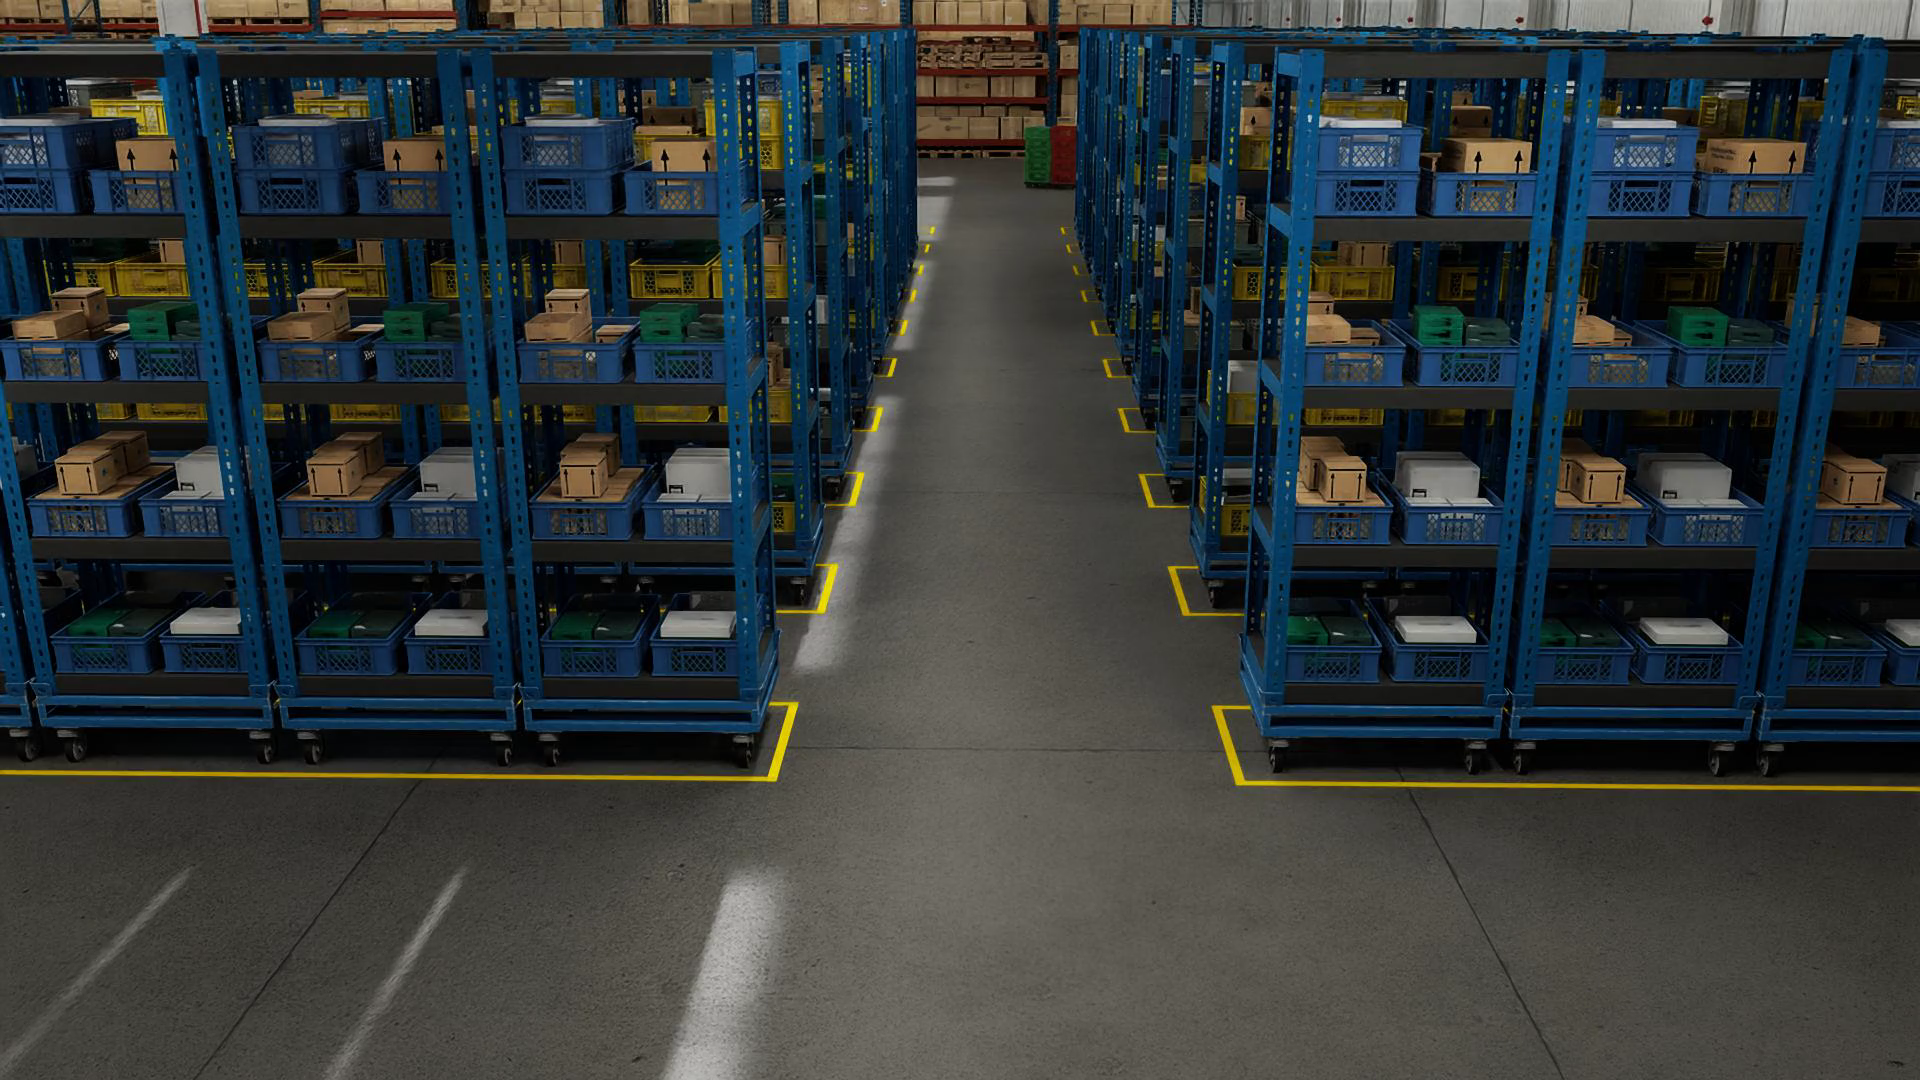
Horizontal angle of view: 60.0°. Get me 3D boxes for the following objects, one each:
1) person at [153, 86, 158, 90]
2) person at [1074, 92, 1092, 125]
[{"bbox_3d":[-26.642,-14.245,55.145,0.765,1.609,0.508,5,18,14],"label":"person"},{"bbox_3d":[3.176,-10.604,42.962,0.380,1.951,0.605,-13,22,-36],"label":"person"}]
